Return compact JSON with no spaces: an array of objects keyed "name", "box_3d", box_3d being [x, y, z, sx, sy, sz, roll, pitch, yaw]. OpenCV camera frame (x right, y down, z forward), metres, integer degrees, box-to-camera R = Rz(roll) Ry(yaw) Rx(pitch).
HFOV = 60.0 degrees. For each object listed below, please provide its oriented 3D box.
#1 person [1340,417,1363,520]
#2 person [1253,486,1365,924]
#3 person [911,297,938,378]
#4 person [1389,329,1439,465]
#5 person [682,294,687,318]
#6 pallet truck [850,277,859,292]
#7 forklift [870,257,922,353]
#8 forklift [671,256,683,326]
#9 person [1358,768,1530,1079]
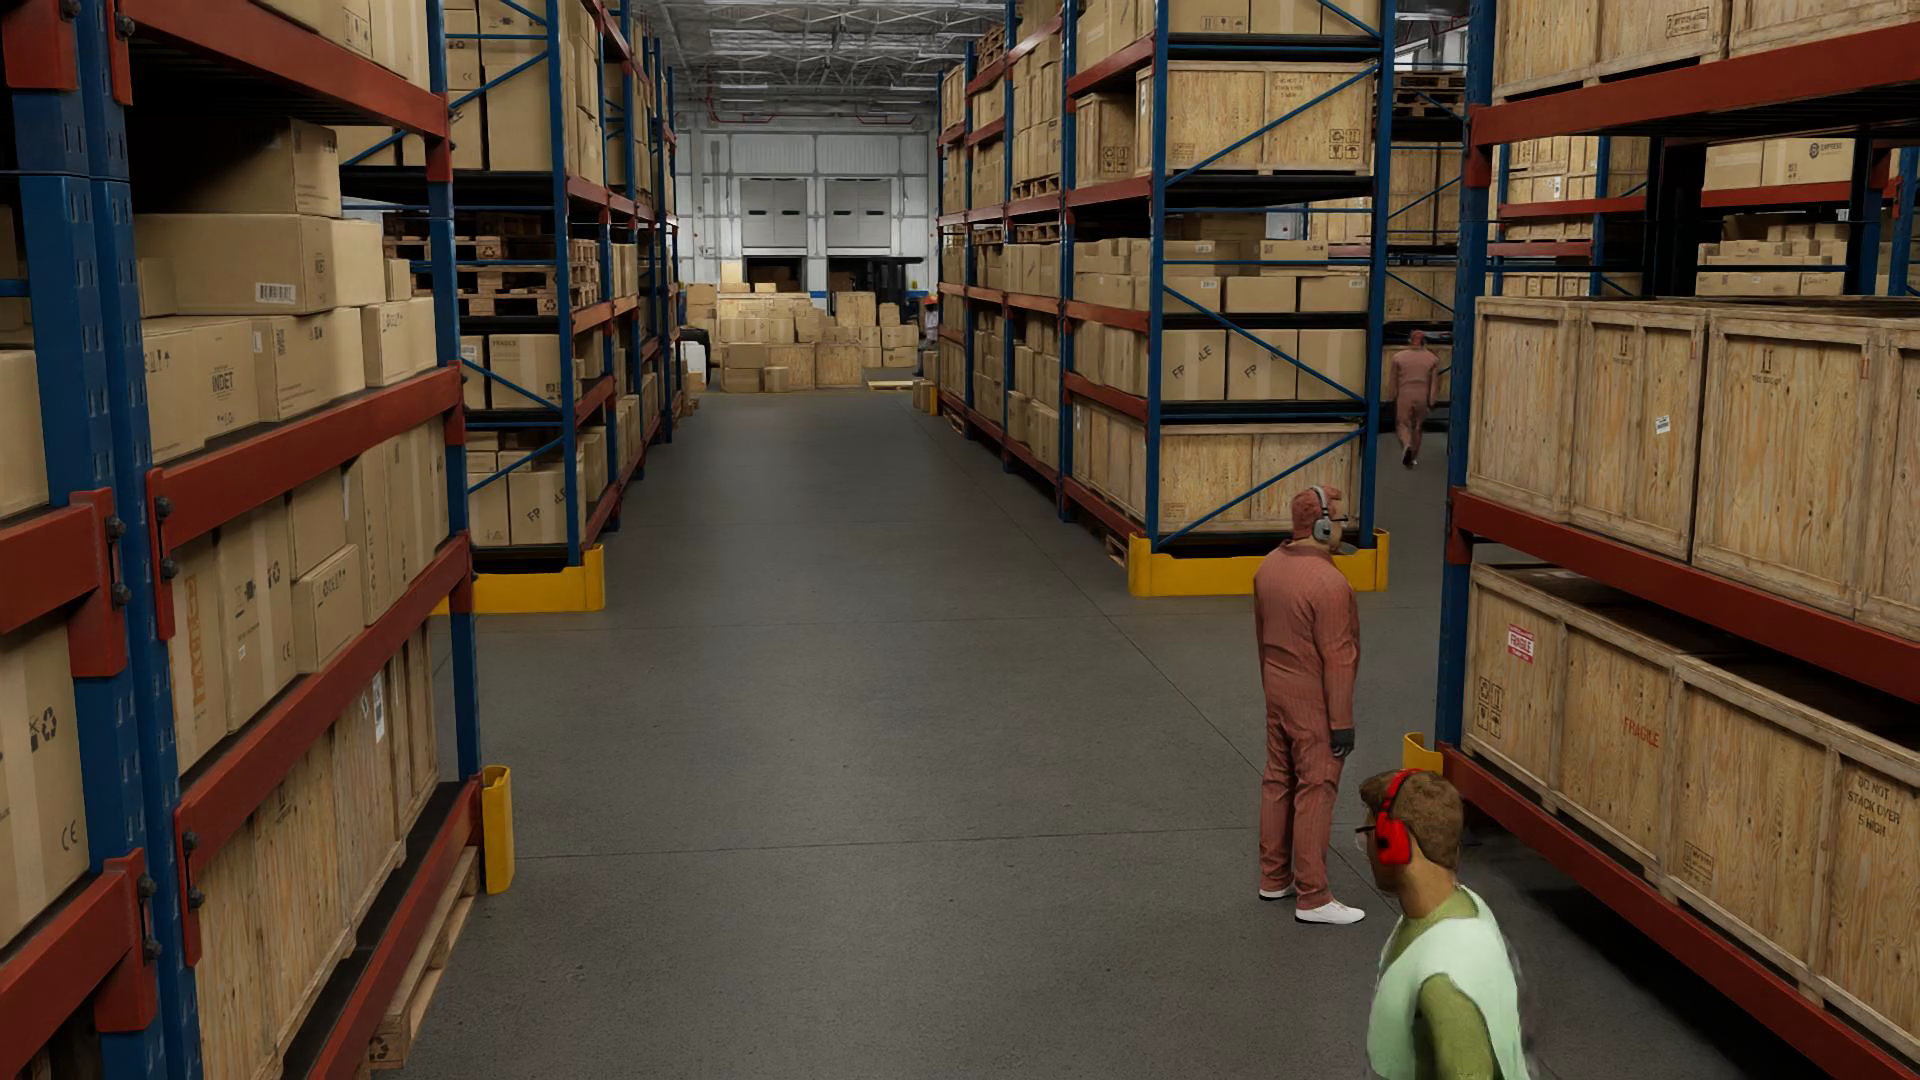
[{"name":"person","box_3d":[4.219,-1.059,18.190,0.319,1.690,0.530,-8,13,-39]},{"name":"person","box_3d":[1.538,0.711,7.262,0.407,1.908,0.641,-4,10,-20]},{"name":"person","box_3d":[-0.756,-4.744,39.043,0.893,1.903,0.548,-8,12,-38]},{"name":"person","box_3d":[6.189,-1.934,22.717,0.647,1.893,0.674,1,10,3]},{"name":"person","box_3d":[-8.967,-7.630,55.878,0.653,1.882,1.007,-6,12,-33]},{"name":"pallet truck","box_3d":[-3.782,-9.391,65.808,1.885,1.965,0.823,2,10,10]},{"name":"forklift","box_3d":[-2.190,-6.798,48.143,1.873,2.768,1.129,-8,13,-39]},{"name":"forklift","box_3d":[-10.866,-8.982,60.854,1.129,2.768,1.873,-4,11,-22]},{"name":"person","box_3d":[1.030,1.395,3.566,0.440,1.802,0.647,2,10,13]}]
